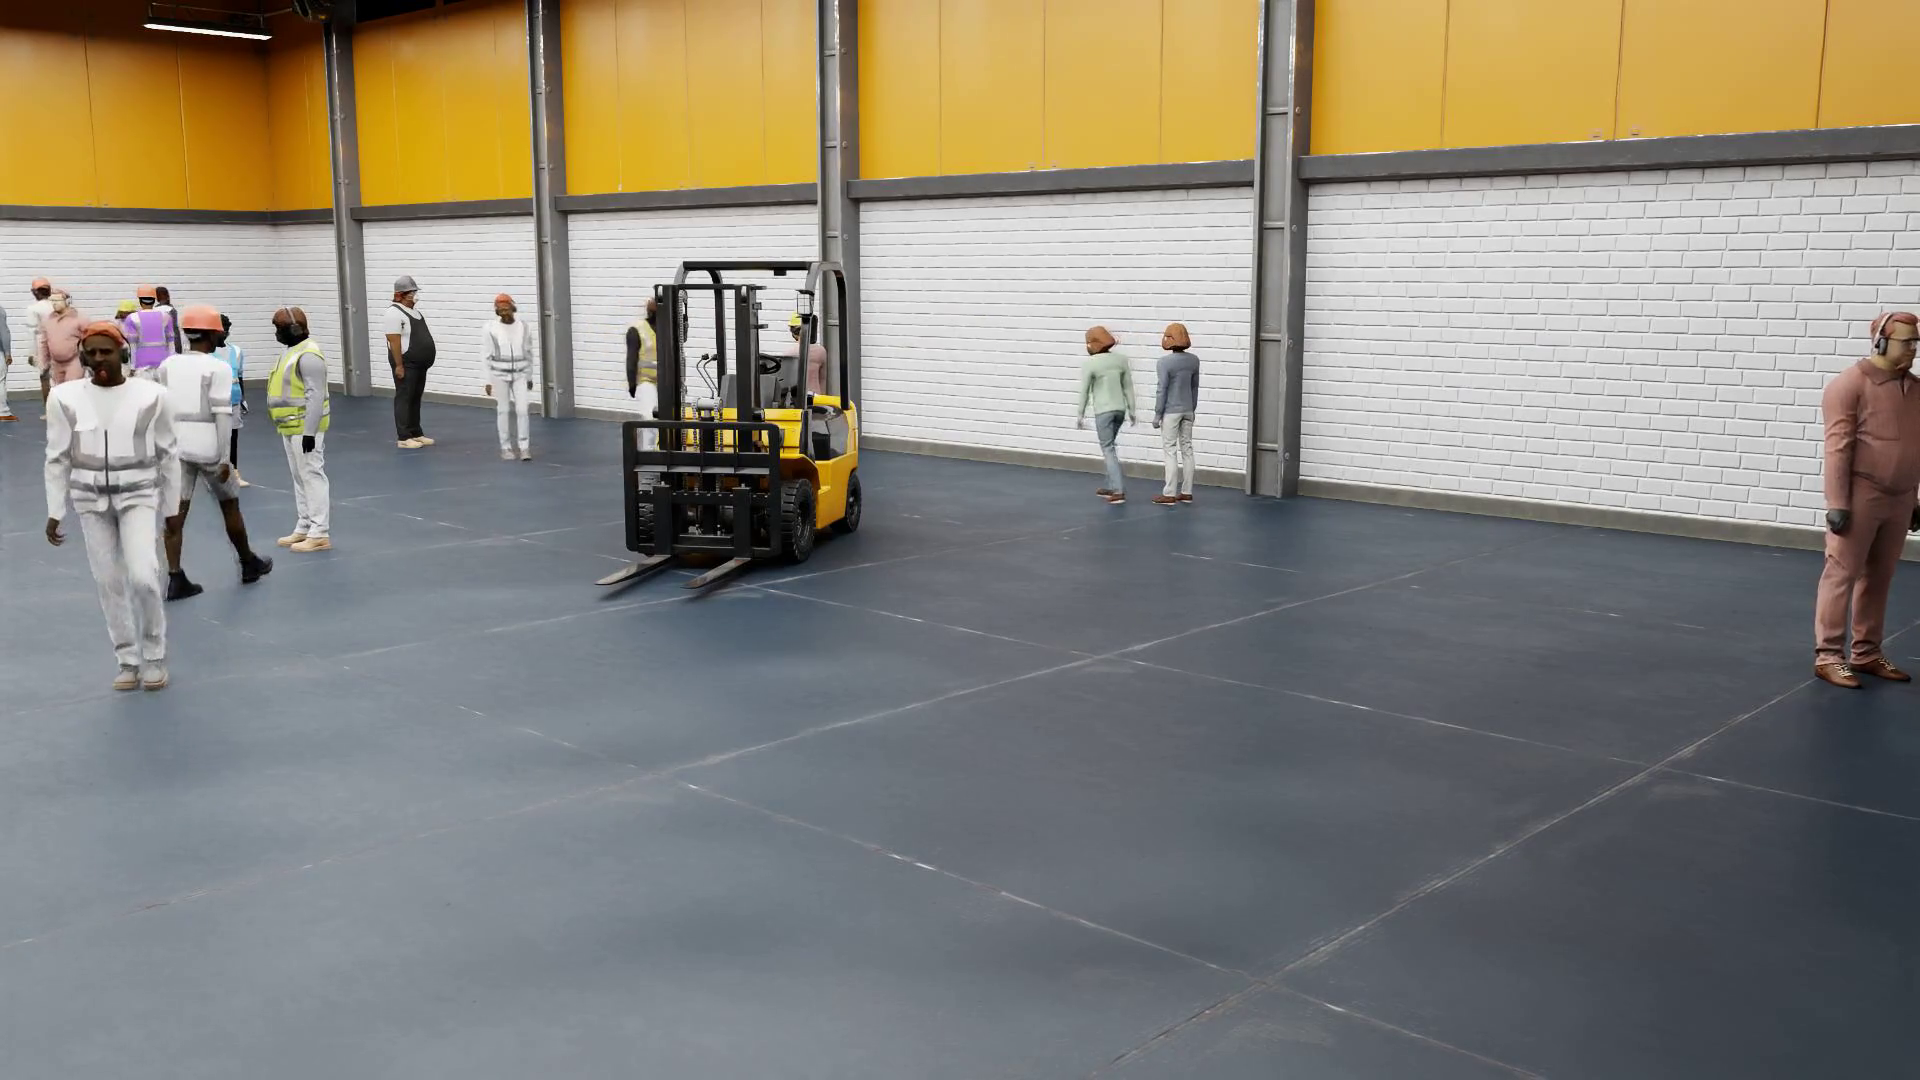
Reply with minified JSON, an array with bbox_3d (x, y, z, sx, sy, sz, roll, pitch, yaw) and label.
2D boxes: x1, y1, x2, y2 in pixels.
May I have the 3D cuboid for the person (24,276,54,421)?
[{"bbox_3d":[-12.656,-2.656,23.164,0.621,2.022,0.630,5,10,27],"label":"person"}]

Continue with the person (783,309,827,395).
[{"bbox_3d":[-1.400,-1.176,14.866,0.312,1.768,0.529,7,12,37],"label":"person"}]

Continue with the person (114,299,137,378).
[{"bbox_3d":[-11.618,-2.539,23.393,0.513,1.714,0.672,-1,9,-5],"label":"person"}]

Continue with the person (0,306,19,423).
[{"bbox_3d":[-13.369,-2.575,22.917,0.628,1.940,0.373,0,9,2],"label":"person"}]

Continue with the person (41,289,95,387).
[{"bbox_3d":[-11.196,-2.225,20.966,0.647,1.882,0.764,1,9,7],"label":"person"}]

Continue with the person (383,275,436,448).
[{"bbox_3d":[-6.517,-2.120,19.813,0.538,2.000,0.686,1,9,5],"label":"person"}]

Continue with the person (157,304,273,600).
[{"bbox_3d":[-4.953,-0.595,10.937,0.550,1.879,0.965,1,9,8],"label":"person"}]

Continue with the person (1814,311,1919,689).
[{"bbox_3d":[4.677,-0.204,8.477,0.636,1.909,0.405,-4,10,-23],"label":"person"}]

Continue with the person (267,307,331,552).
[{"bbox_3d":[-4.979,-0.832,12.542,0.429,1.838,0.621,-7,11,-35],"label":"person"}]

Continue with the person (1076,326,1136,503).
[{"bbox_3d":[1.327,-1.137,15.107,0.516,1.600,0.663,-6,11,-32],"label":"person"}]

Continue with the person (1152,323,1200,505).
[{"bbox_3d":[1.945,-1.134,15.002,0.500,1.636,0.282,-7,12,-36],"label":"person"}]

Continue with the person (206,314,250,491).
[{"bbox_3d":[-7.089,-1.319,15.963,0.321,1.692,0.530,6,11,33],"label":"person"}]

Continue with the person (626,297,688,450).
[{"bbox_3d":[-3.243,-1.680,17.789,0.666,1.815,0.461,-9,13,-43],"label":"person"}]

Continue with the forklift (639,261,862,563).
[{"bbox_3d":[-1.552,-1.040,12.721,1.214,2.155,2.313,2,9,11],"label":"forklift"}]

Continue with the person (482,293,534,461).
[{"bbox_3d":[-4.951,-1.778,18.283,0.597,1.844,0.825,-5,10,-26],"label":"person"}]

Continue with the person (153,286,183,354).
[{"bbox_3d":[-11.112,-2.600,23.259,0.634,1.880,0.453,9,13,44],"label":"person"}]

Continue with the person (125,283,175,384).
[{"bbox_3d":[-10.009,-2.196,20.592,0.545,1.938,0.360,-8,12,-40],"label":"person"}]

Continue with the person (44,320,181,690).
[{"bbox_3d":[-4.218,-0.156,8.296,0.579,1.864,0.505,-2,10,-14],"label":"person"}]
